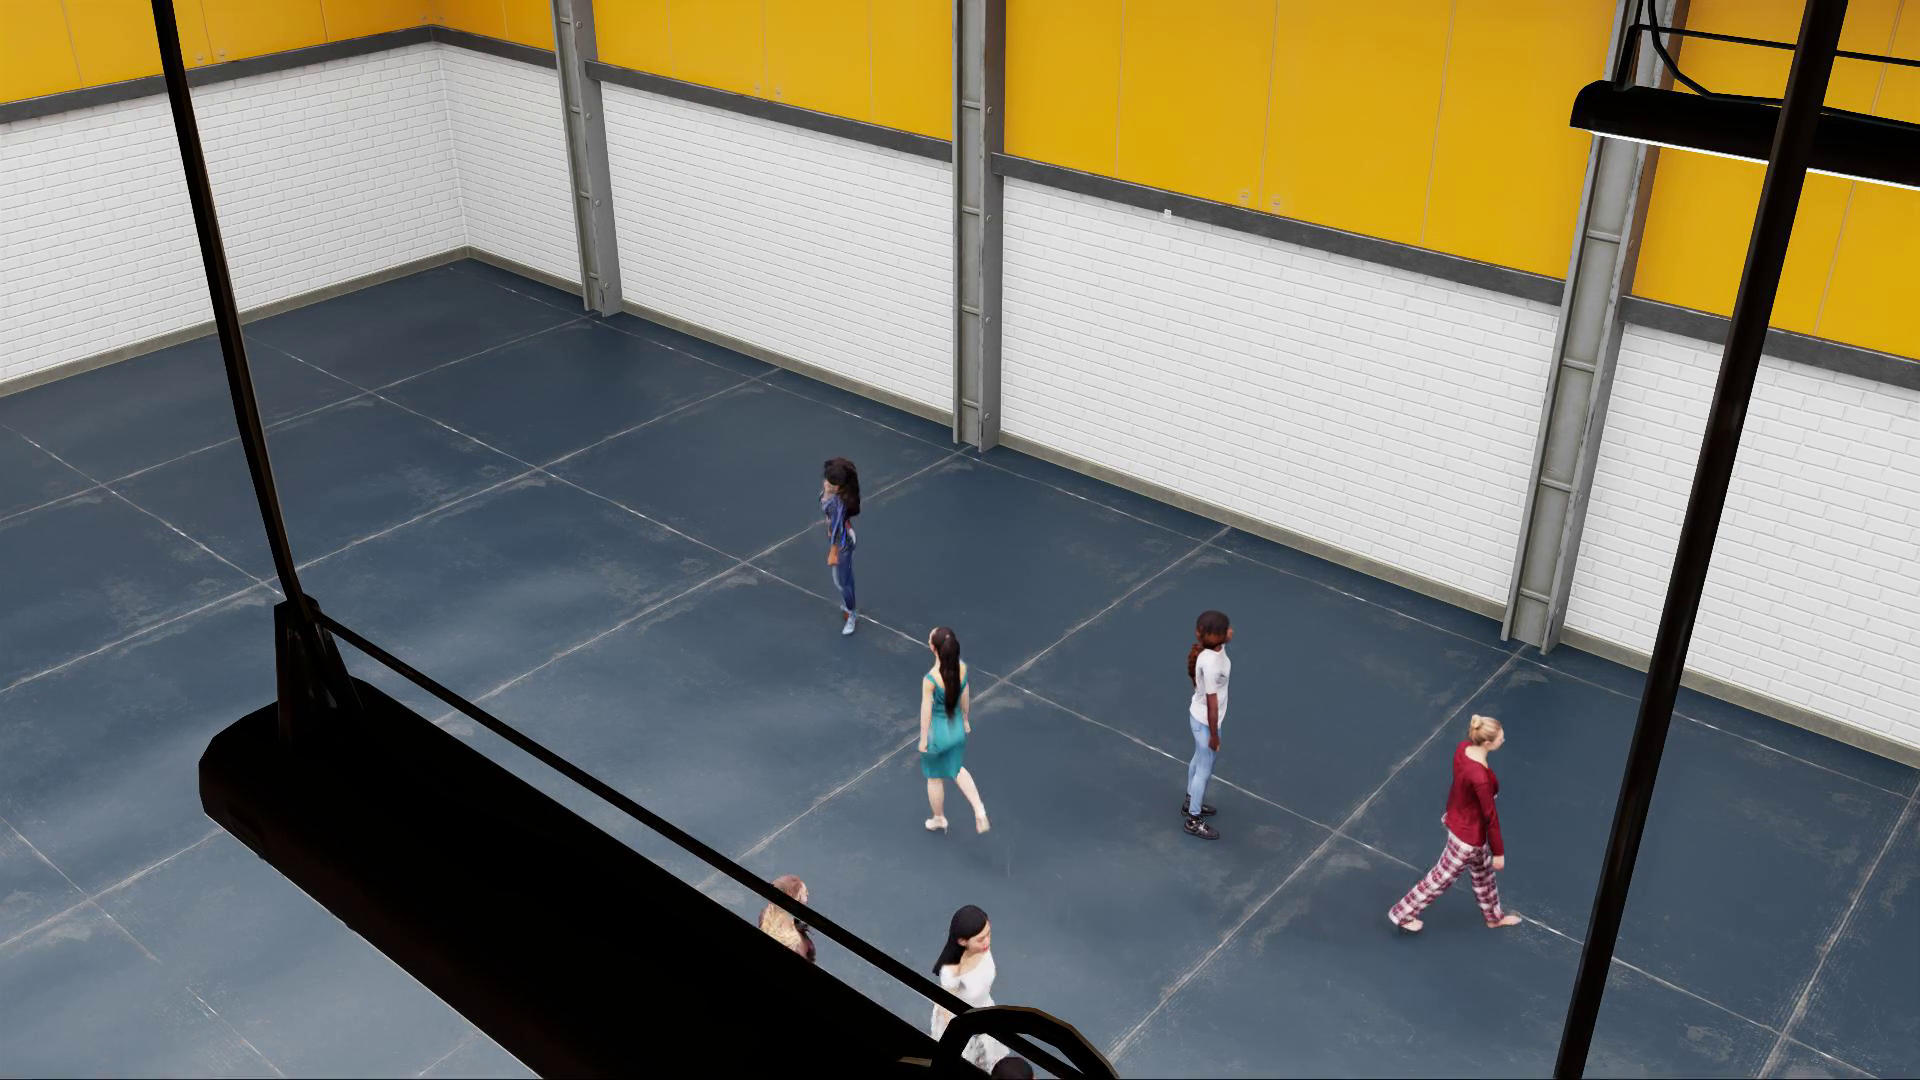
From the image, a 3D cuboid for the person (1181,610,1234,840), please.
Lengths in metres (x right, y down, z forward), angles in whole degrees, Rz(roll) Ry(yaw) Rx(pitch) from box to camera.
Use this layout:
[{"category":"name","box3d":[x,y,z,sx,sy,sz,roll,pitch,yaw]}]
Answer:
[{"category":"person","box3d":[1.691,1.234,11.364,0.693,1.720,0.670,3,29,6]}]

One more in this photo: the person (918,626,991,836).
[{"category":"person","box3d":[-0.053,1.353,11.191,0.610,1.676,0.810,-24,37,-37]}]

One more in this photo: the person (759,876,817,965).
[{"category":"person","box3d":[-0.997,2.544,8.993,0.856,1.691,0.938,-17,33,-28]}]

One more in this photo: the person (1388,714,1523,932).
[{"category":"person","box3d":[3.080,1.819,10.363,1.180,1.651,1.056,1,29,2]}]

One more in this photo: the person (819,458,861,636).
[{"category":"person","box3d":[-0.973,-0.014,13.767,0.809,1.609,0.730,2,29,4]}]

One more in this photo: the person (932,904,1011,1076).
[{"category":"person","box3d":[-0.048,2.596,8.827,0.900,1.758,0.734,17,33,28]}]
